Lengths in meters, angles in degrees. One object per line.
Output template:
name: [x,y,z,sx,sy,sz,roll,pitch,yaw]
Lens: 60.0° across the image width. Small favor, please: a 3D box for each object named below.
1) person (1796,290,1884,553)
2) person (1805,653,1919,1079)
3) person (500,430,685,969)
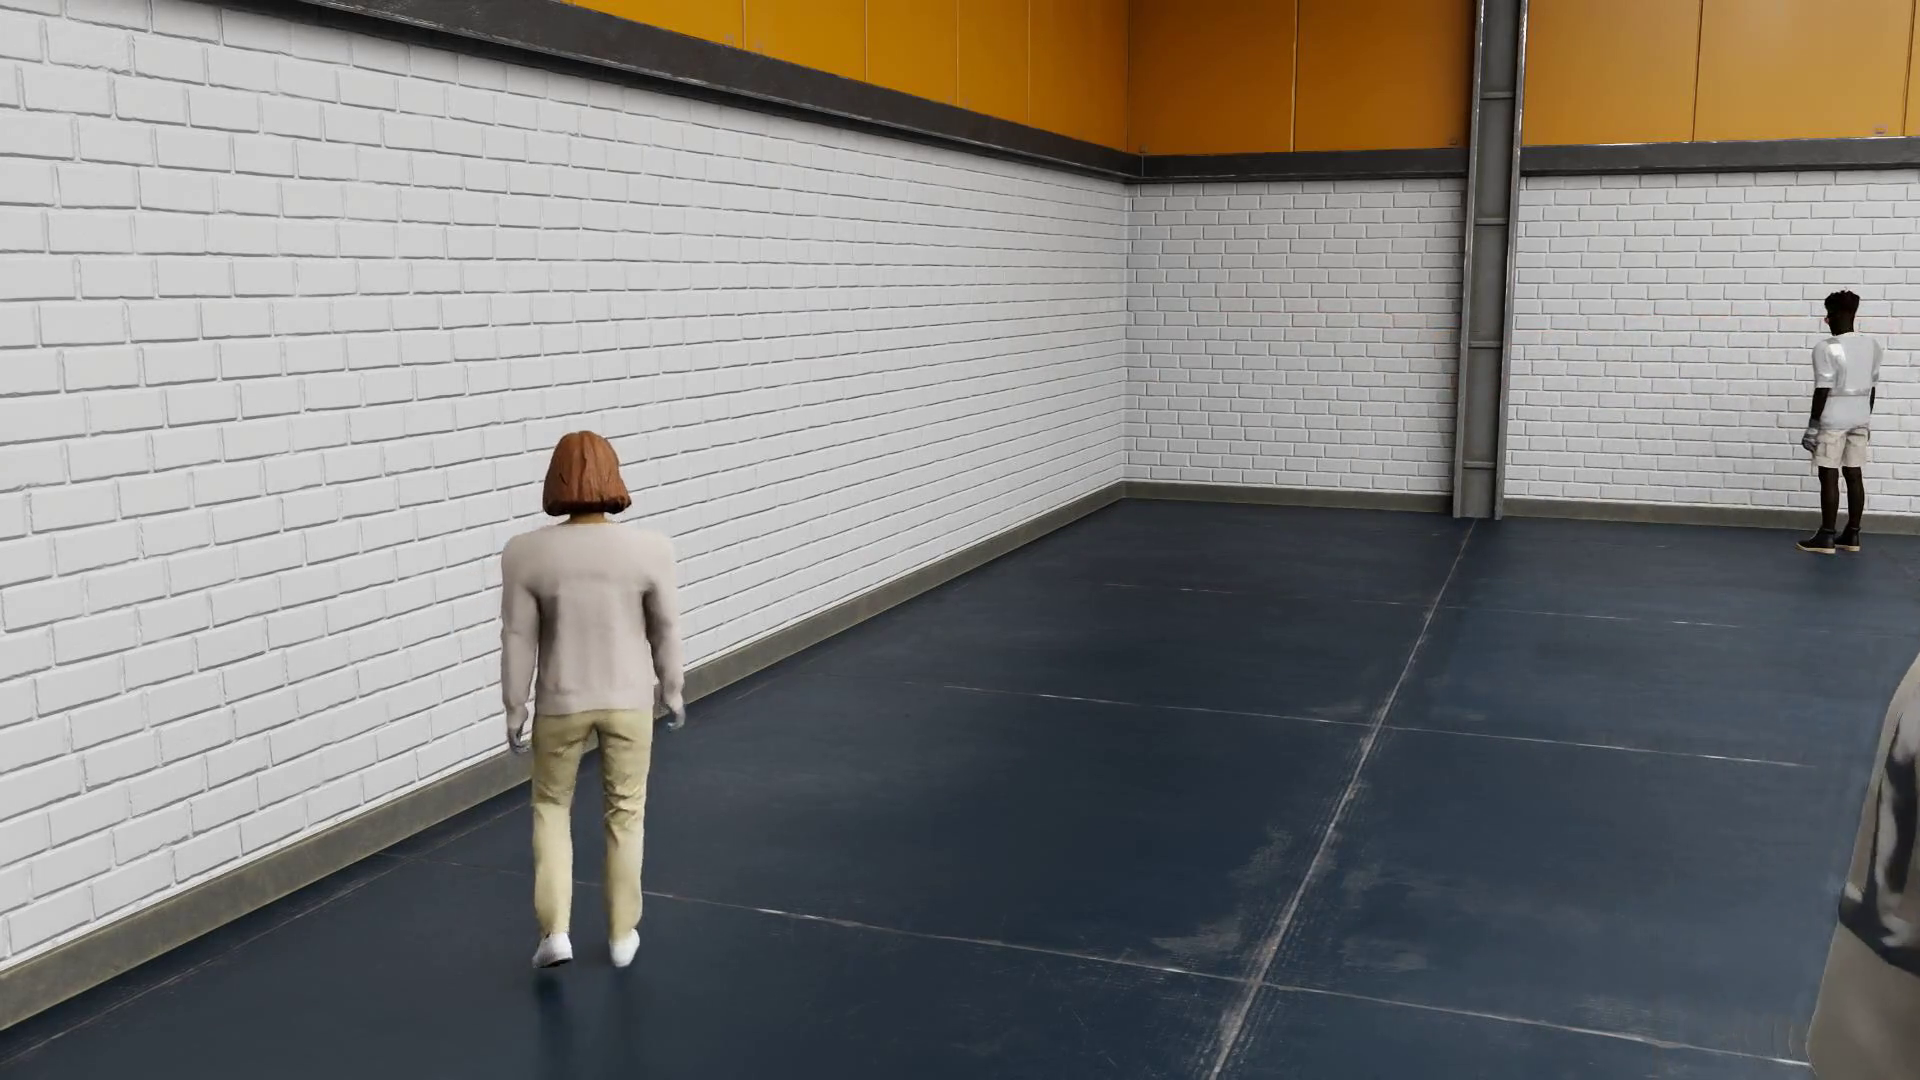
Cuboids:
person: [6.556,-0.878,12.412,0.608,1.962,0.381,-3,10,-19]
person: [1.335,0.733,2.189,0.601,2.002,0.644,7,11,37]
person: [-1.072,0.487,4.894,0.522,1.629,0.392,-2,9,-10]
